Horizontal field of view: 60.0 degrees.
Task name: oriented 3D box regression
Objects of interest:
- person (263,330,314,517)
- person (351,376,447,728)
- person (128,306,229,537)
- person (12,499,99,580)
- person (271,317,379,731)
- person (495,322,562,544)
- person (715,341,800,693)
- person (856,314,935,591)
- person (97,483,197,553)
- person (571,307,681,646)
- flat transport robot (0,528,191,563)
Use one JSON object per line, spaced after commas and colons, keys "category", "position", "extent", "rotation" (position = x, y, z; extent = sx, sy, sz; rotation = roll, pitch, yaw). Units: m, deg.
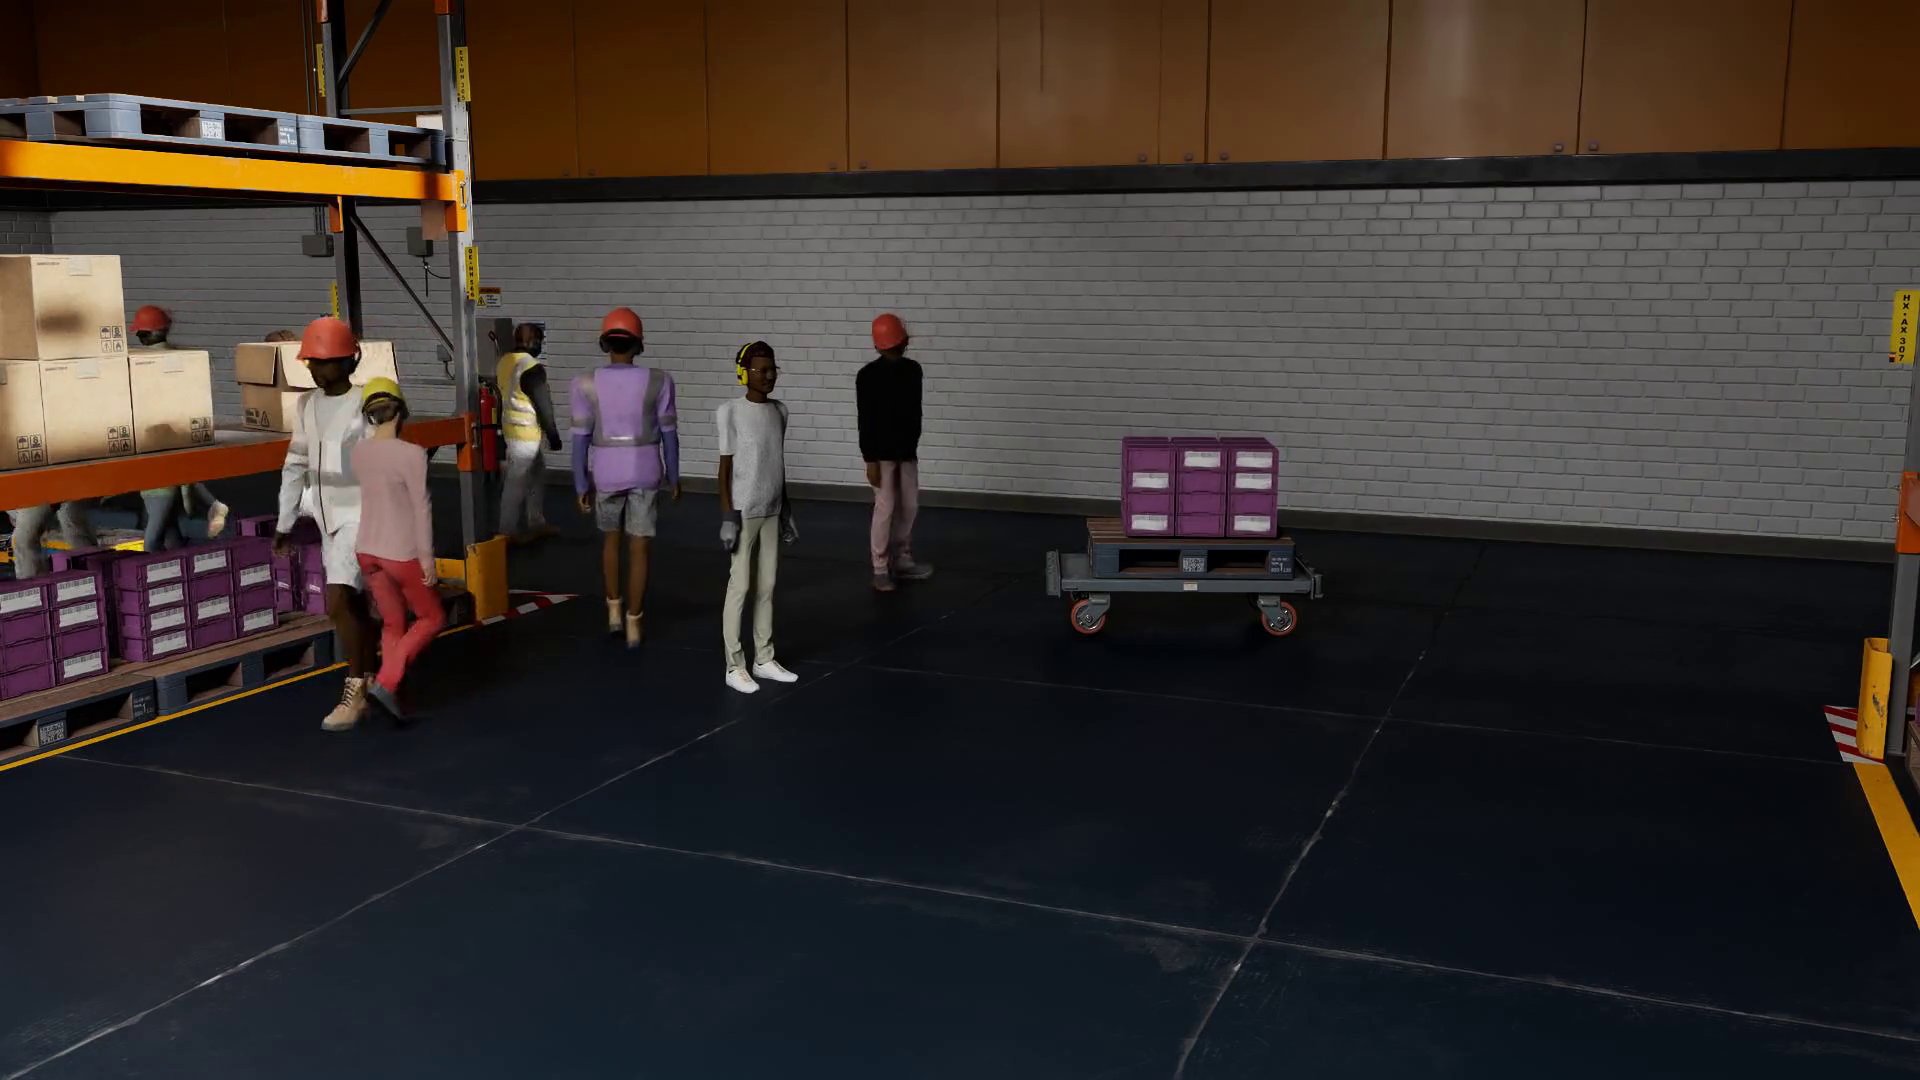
{"category": "person", "position": [-4.748, -0.600, 11.975], "extent": [0.487, 1.808, 0.739], "rotation": [-9, 13, -42]}
{"category": "person", "position": [-2.759, 0.076, 8.094], "extent": [0.549, 1.730, 0.422], "rotation": [5, 11, 29]}
{"category": "person", "position": [-6.476, -0.931, 13.554], "extent": [0.815, 1.948, 0.633], "rotation": [2, 10, 10]}
{"category": "person", "position": [-5.779, -0.347, 10.435], "extent": [0.601, 1.801, 0.743], "rotation": [6, 11, 33]}
{"category": "person", "position": [-3.092, -0.073, 8.166], "extent": [0.639, 2.016, 0.688], "rotation": [6, 11, 32]}
{"category": "person", "position": [-3.479, -0.863, 13.583], "extent": [0.723, 1.803, 0.631], "rotation": [-6, 11, -32]}
{"category": "person", "position": [-1.084, -0.130, 8.940], "extent": [0.327, 1.874, 0.517], "rotation": [8, 12, 39]}
{"category": "person", "position": [-0.454, -0.611, 11.642], "extent": [0.502, 1.943, 0.734], "rotation": [8, 12, 40]}
{"category": "person", "position": [-5.138, -0.245, 10.490], "extent": [0.516, 1.591, 0.845], "rotation": [6, 11, 33]}
{"category": "person", "position": [-2.002, -0.387, 10.072], "extent": [0.614, 2.021, 0.666], "rotation": [0, 9, -3]}
{"category": "flat transport robot", "position": [-6.591, 0.058, 12.639], "extent": [1.431, 0.197, 0.652], "rotation": [4, 10, 22]}
